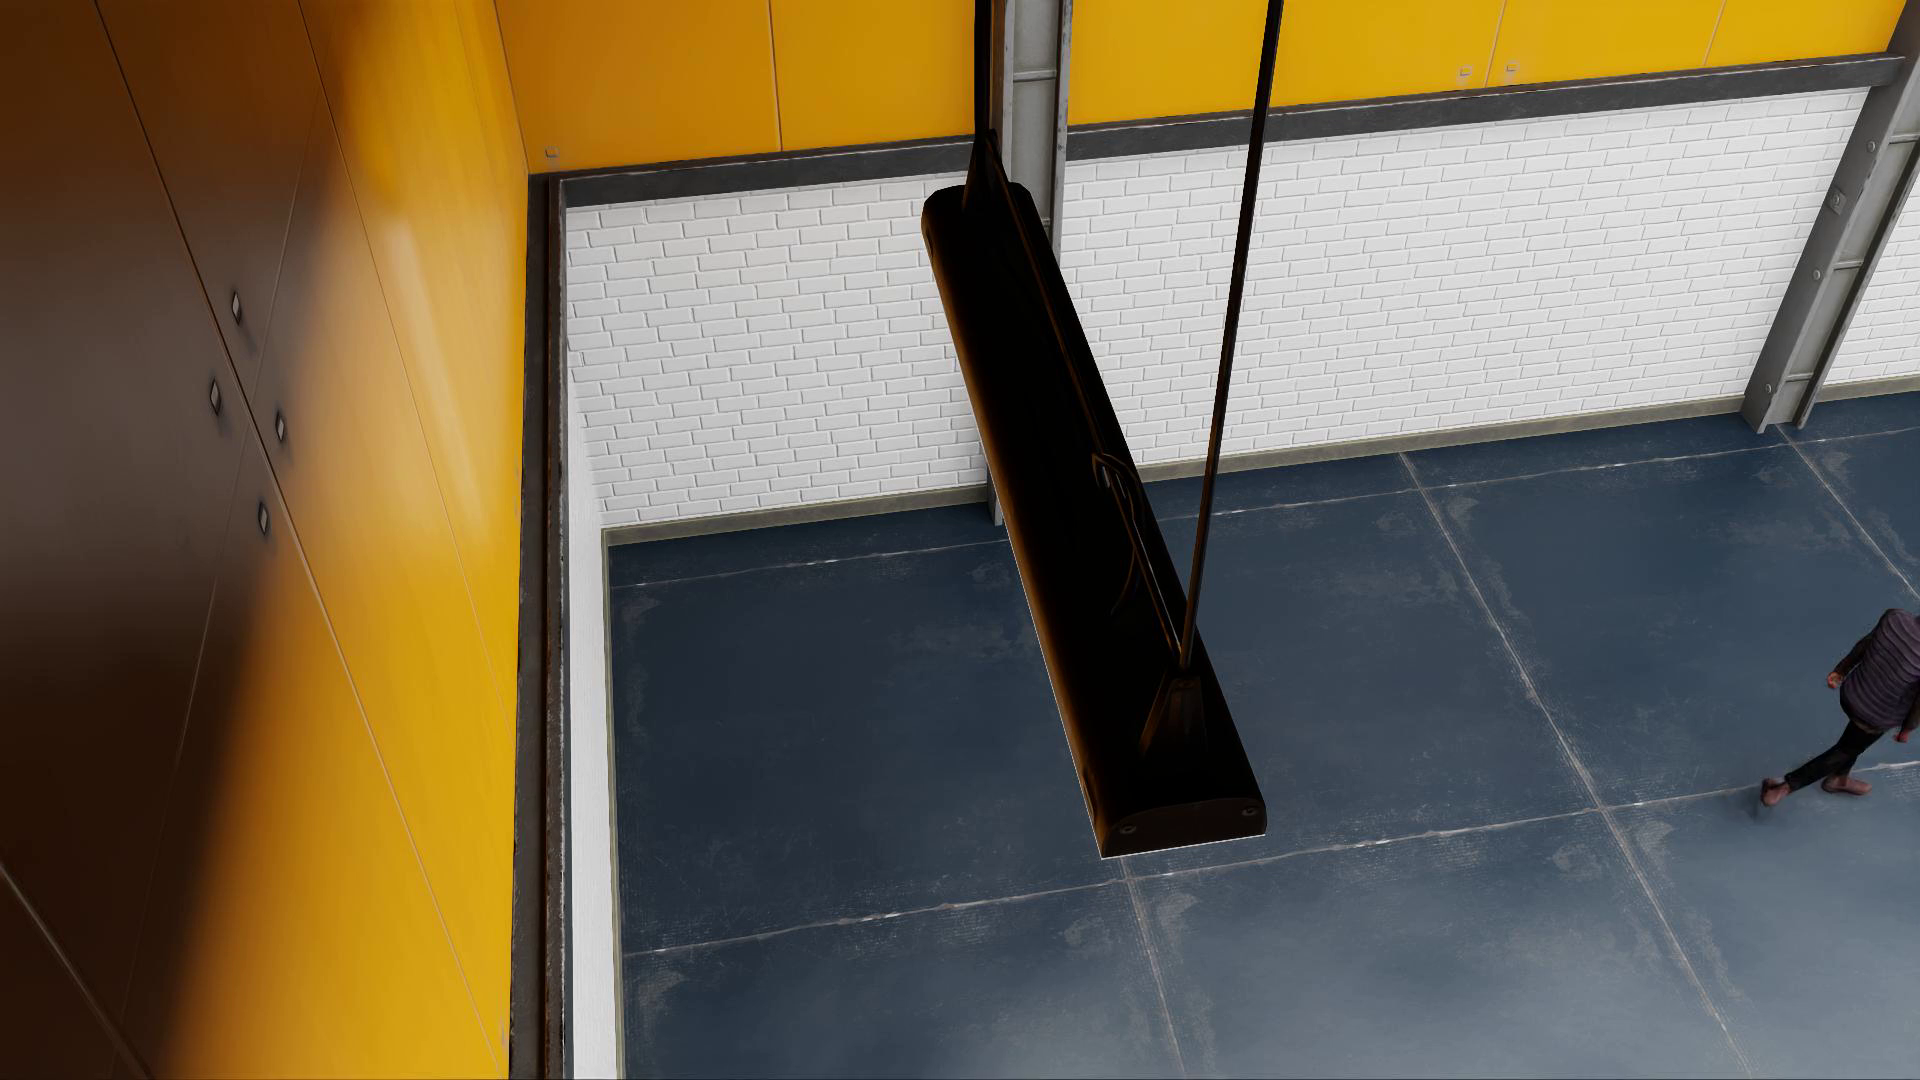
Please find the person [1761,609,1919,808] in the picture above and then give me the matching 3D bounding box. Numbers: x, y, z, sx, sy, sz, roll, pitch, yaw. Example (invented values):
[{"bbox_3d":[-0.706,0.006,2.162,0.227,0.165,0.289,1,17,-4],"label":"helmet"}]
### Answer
[{"bbox_3d":[5.217,0.968,9.661,1.037,1.795,0.759,-8,44,-8],"label":"person"}]
